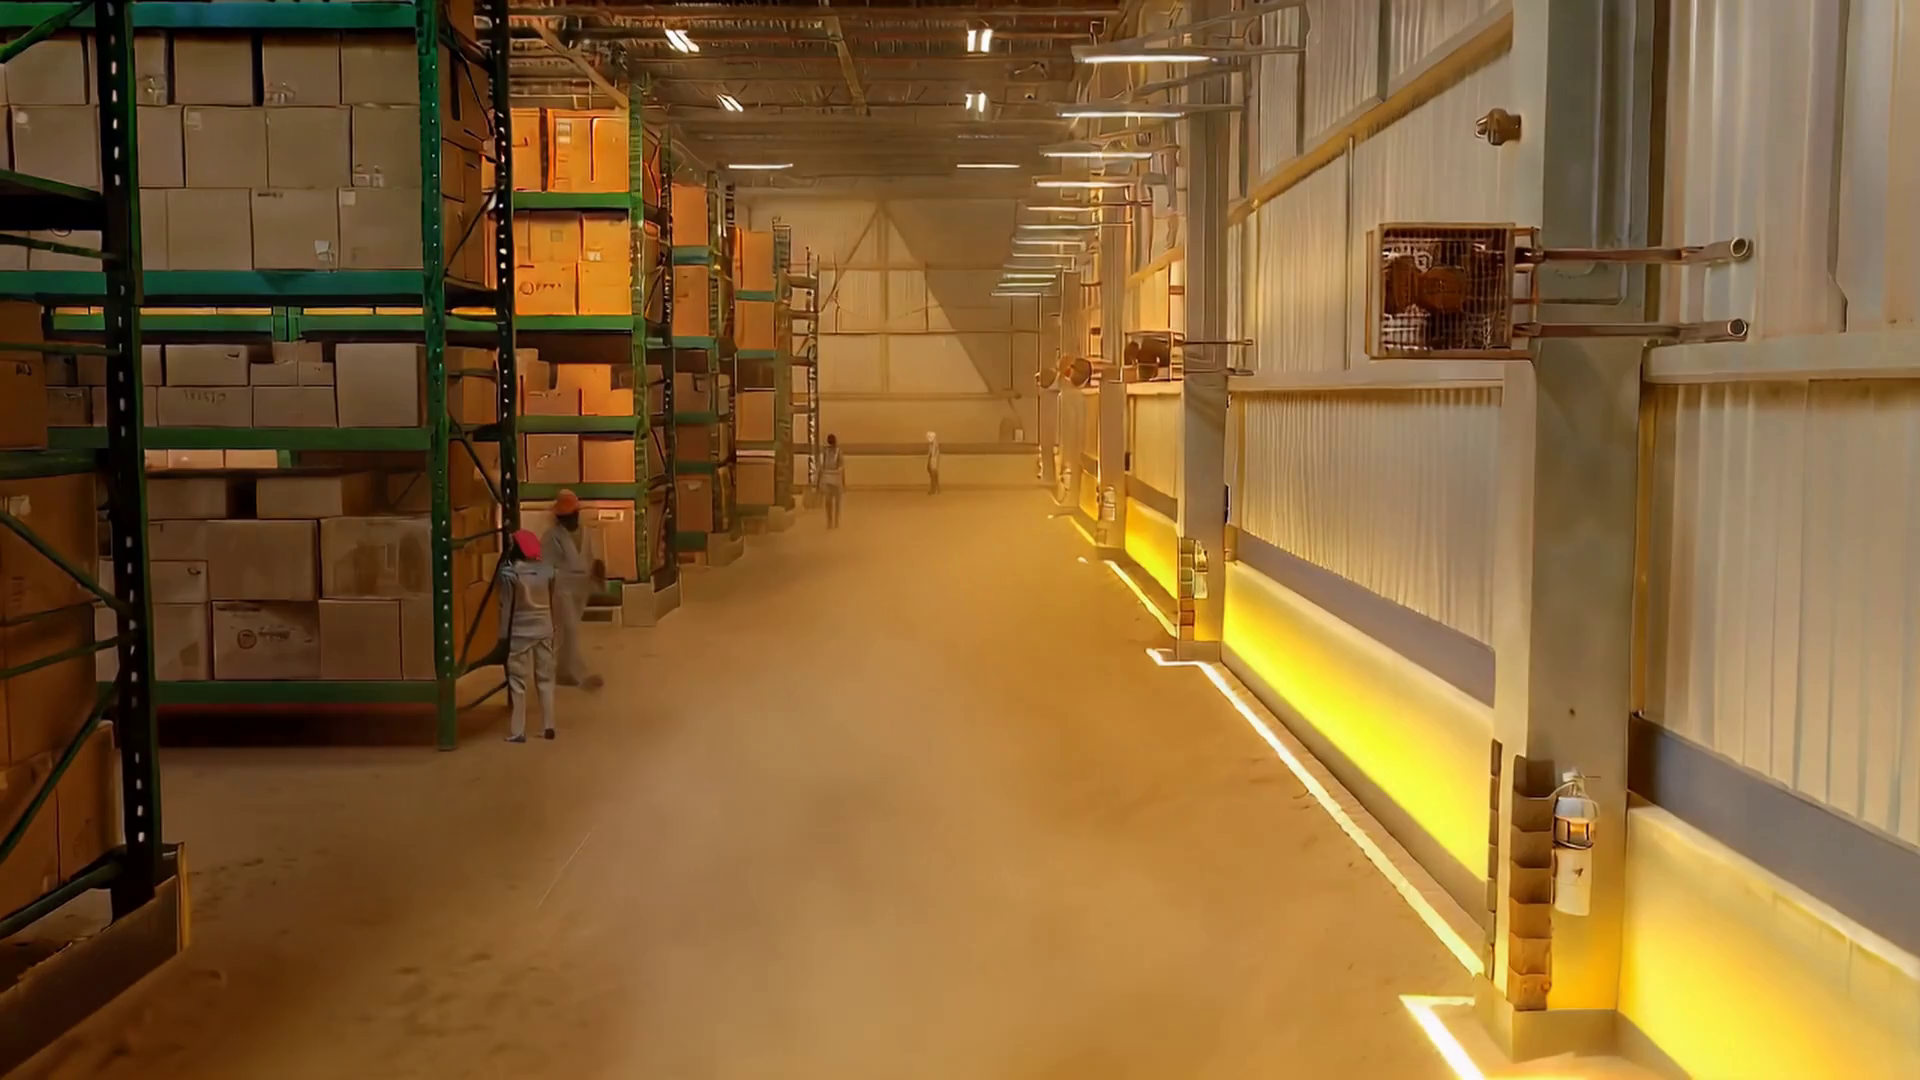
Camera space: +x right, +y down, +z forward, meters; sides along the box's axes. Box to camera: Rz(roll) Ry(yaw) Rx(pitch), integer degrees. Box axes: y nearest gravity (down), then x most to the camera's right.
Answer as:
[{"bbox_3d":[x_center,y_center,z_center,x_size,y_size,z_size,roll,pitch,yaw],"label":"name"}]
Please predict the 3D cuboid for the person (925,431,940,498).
[{"bbox_3d":[-0.734,-1.970,43.435,0.361,1.742,0.563,-3,6,-27],"label":"person"}]

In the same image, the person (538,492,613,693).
[{"bbox_3d":[-3.392,0.461,14.814,0.874,1.781,0.655,3,6,35],"label":"person"}]

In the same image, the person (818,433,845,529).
[{"bbox_3d":[-2.546,-1.154,32.921,0.553,1.922,0.419,0,5,2],"label":"person"}]

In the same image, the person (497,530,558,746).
[{"bbox_3d":[-3.251,0.734,12.554,0.321,1.630,0.520,4,6,39],"label":"person"}]
